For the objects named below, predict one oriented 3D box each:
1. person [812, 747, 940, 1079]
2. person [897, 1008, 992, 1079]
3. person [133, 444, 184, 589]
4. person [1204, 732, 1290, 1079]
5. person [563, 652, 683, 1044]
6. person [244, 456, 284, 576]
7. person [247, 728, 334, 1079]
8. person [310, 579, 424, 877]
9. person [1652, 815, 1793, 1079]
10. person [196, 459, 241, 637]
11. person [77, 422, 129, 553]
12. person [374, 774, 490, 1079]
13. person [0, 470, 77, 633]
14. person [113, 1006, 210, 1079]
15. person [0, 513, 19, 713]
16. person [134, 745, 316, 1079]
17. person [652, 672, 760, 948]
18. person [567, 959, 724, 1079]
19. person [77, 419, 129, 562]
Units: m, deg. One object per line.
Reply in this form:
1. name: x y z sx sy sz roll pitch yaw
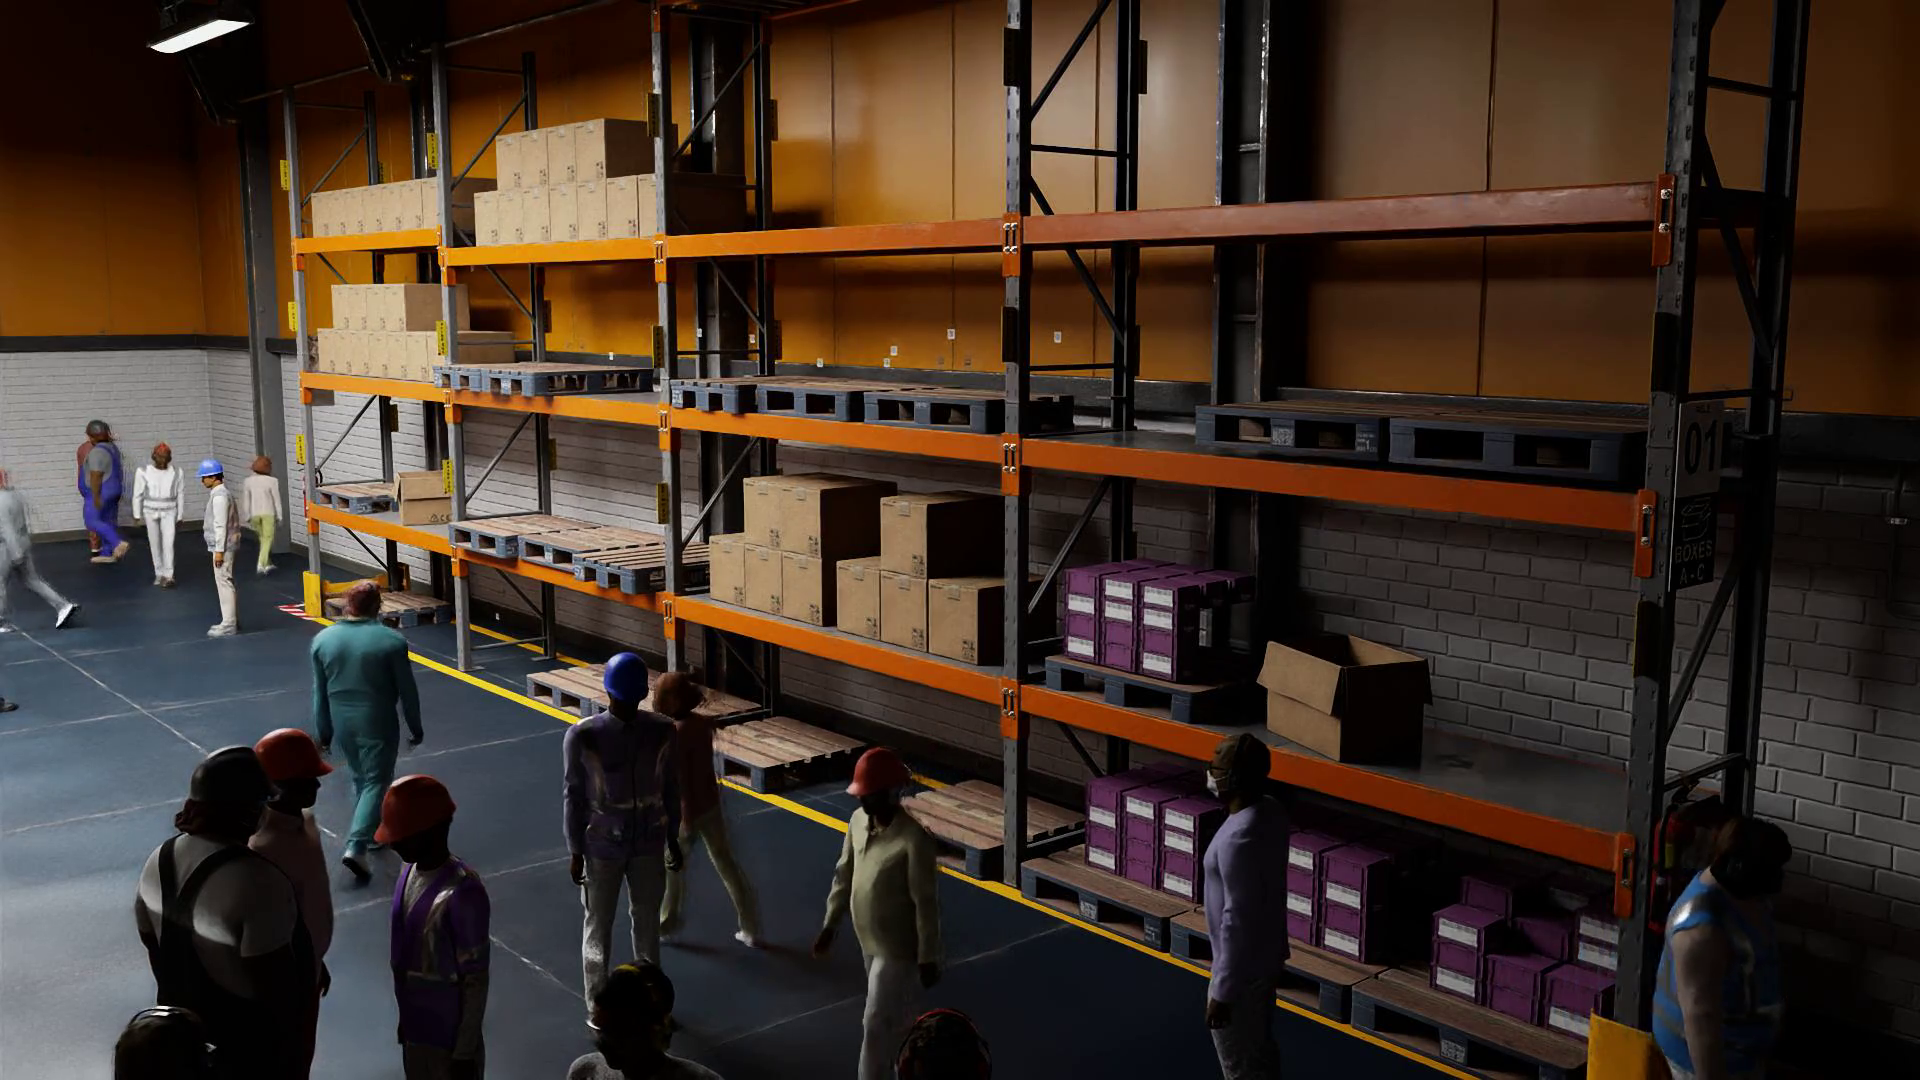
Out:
1. person: -0.407 1.751 7.262 0.708 1.720 0.582 -5 10 -32
2. person: -0.040 2.105 4.384 0.565 1.846 0.390 -1 8 -5
3. person: -10.155 -0.297 21.131 0.597 1.815 1.011 -4 9 -23
4. person: 1.134 1.725 6.710 0.372 1.940 0.627 3 9 22
5. person: -1.662 1.502 8.259 0.602 1.939 0.397 -5 9 -29
6. person: -9.294 -0.331 22.157 0.508 1.592 0.764 1 8 9
7. person: -2.638 1.716 6.577 0.393 1.995 0.612 -1 8 -4
8. person: -3.840 1.186 10.709 0.640 1.873 0.888 2 8 12
9. person: 2.765 1.873 6.117 0.472 1.816 0.656 6 10 38
10. person: -8.086 0.080 18.185 0.419 1.933 0.616 -4 9 -23
11. person: -12.381 -0.754 24.050 0.650 1.906 0.401 2 8 11
12. person: -1.963 1.804 6.198 0.369 1.929 0.542 -8 11 -44
13. person: -10.334 0.108 18.320 0.931 1.849 0.653 -2 8 -11
14. person: -1.966 2.102 4.144 0.626 1.929 0.376 1 8 9
15. person: -8.643 0.568 14.755 0.543 1.939 0.367 8 11 43
16. person: -2.658 1.750 6.183 0.686 2.000 0.535 4 9 28
17. person: -1.456 1.525 9.364 0.727 1.579 0.516 3 9 21
18. person: -0.870 2.060 4.648 0.514 1.864 0.332 2 8 14
19. person: -11.885 -0.677 23.051 0.625 2.000 0.690 0 8 2
